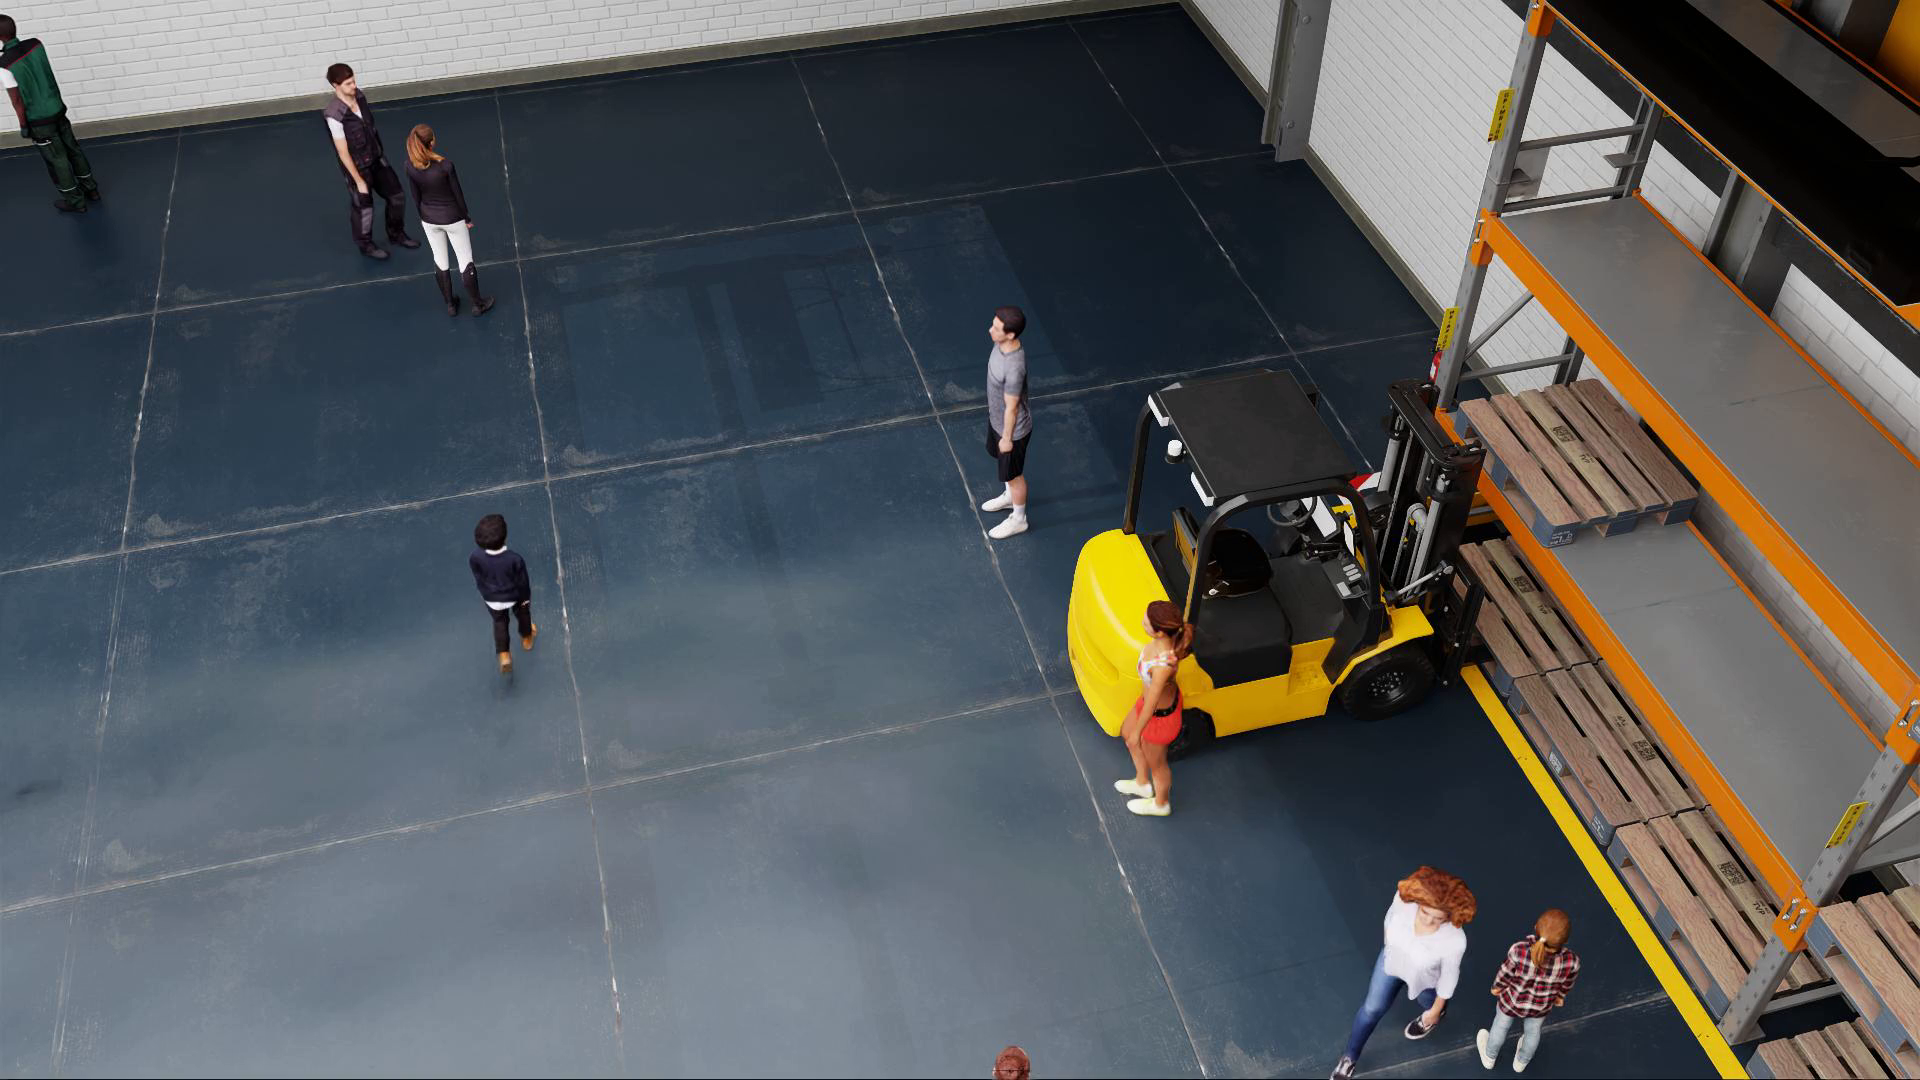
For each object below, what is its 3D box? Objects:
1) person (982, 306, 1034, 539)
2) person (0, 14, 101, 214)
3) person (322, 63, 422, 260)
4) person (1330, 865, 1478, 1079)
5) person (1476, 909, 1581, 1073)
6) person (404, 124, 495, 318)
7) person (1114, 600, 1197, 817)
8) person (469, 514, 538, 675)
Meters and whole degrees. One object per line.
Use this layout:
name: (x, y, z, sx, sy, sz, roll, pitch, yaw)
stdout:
person: (0.355, -0.829, 11.460, 0.714, 1.864, 0.487, -7, 44, -8)
person: (-8.000, -3.725, 14.518, 0.849, 1.839, 0.751, 14, 45, 14)
person: (-5.103, -3.177, 13.952, 0.958, 1.827, 0.878, 13, 45, 13)
person: (2.394, 2.116, 8.501, 1.053, 1.682, 1.146, -28, 50, -27)
person: (2.928, 2.327, 8.552, 0.601, 1.305, 0.615, 8, 44, 8)
person: (-4.150, -2.562, 13.378, 0.643, 1.729, 0.647, 4, 44, 5)
person: (1.226, 1.009, 9.593, 0.757, 1.779, 0.672, 8, 44, 9)
person: (-2.944, 0.351, 10.693, 0.588, 1.213, 0.794, -2, 44, -2)
